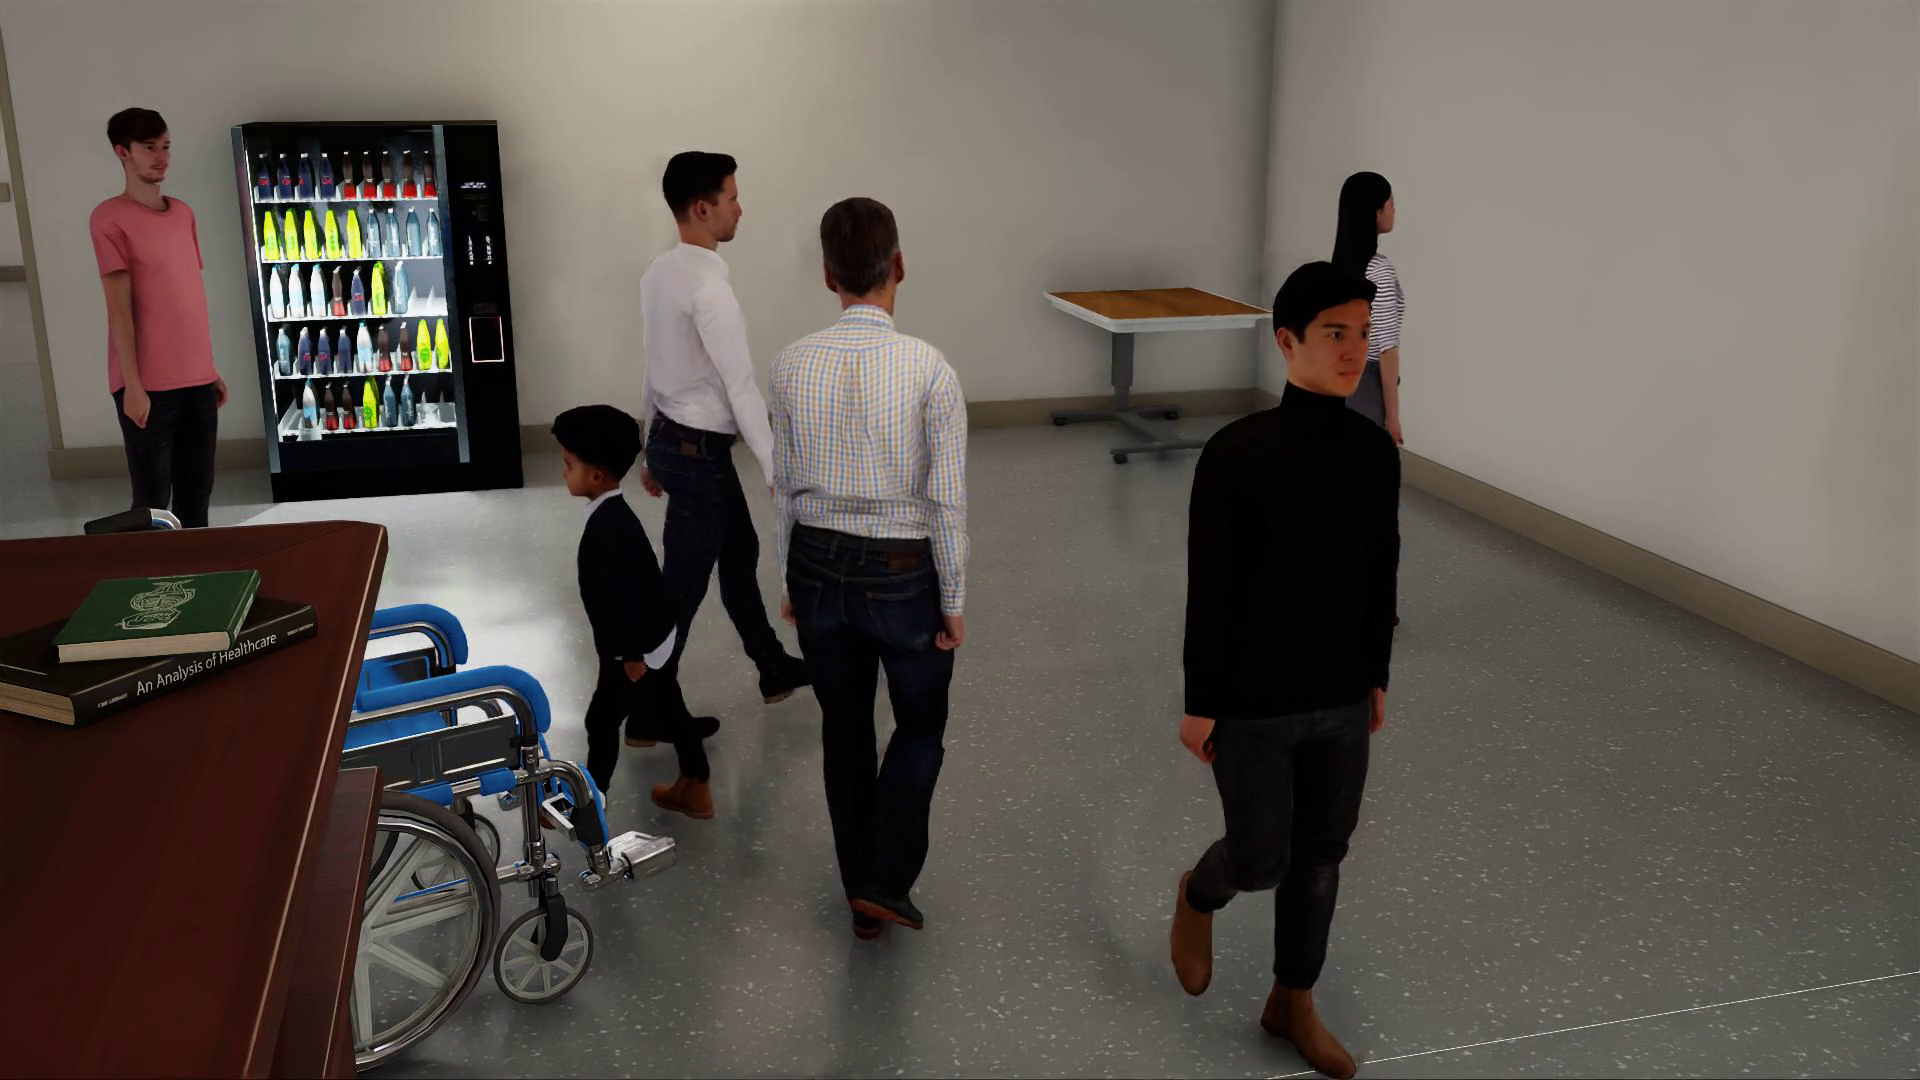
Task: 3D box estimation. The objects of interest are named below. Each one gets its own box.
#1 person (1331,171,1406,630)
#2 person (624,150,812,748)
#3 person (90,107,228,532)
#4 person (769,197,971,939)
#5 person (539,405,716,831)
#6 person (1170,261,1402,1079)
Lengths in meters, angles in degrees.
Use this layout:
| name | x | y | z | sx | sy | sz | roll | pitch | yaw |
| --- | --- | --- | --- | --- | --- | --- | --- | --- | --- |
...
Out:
| name | x | y | z | sx | sy | sz | roll | pitch | yaw |
| --- | --- | --- | --- | --- | --- | --- | --- | --- | --- |
| person | 1.487 | -0.513 | 6.293 | 0.511 | 1.732 | 0.593 | -4 | 16 | -15 |
| person | -0.894 | -0.226 | 5.068 | 1.085 | 1.844 | 0.749 | -9 | 18 | -29 |
| person | -2.949 | -0.593 | 6.159 | 0.715 | 1.959 | 0.716 | 4 | 16 | 15 |
| person | -0.235 | 0.131 | 3.878 | 0.842 | 1.802 | 0.885 | 4 | 16 | 12 |
| person | -0.852 | 0.240 | 4.538 | 0.786 | 1.196 | 0.624 | 1 | 16 | 3 |
| person | 0.664 | 0.272 | 3.537 | 0.744 | 1.715 | 0.763 | -6 | 17 | -21 |
